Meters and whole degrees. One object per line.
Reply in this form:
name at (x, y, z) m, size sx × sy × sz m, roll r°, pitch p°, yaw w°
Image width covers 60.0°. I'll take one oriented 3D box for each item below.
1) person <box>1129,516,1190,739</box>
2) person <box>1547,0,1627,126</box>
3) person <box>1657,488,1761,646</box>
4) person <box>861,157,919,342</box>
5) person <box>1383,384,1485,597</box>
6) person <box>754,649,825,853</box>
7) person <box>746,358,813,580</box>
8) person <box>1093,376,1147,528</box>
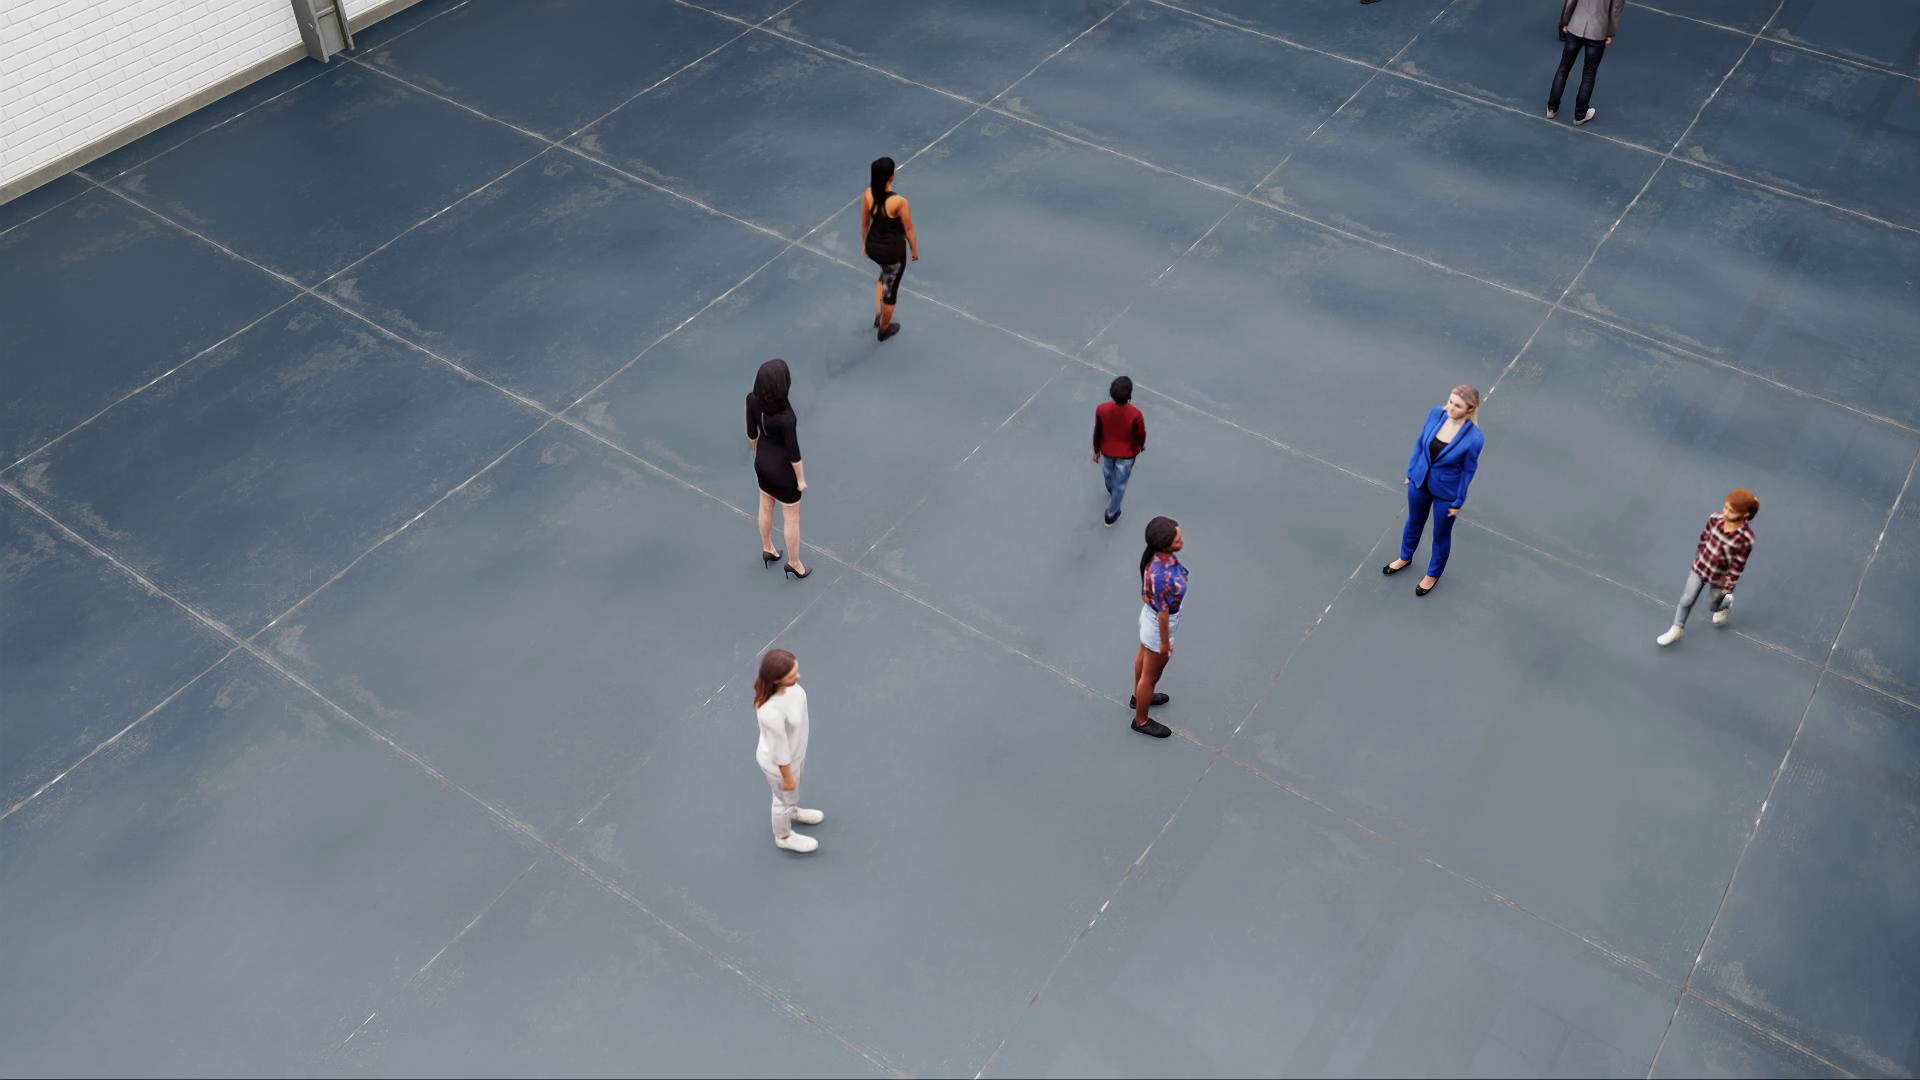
person at (1.225, 0.520, 10.350) m, size 0.727 × 1.742 × 0.625 m, roll 2°, pitch 44°, yaw 2°
person at (6.034, -4.900, 15.944) m, size 0.665 × 1.874 × 0.574 m, roll 25°, pitch 49°, yaw 24°
person at (5.060, 0.173, 11.045) m, size 0.902 × 1.286 × 0.690 m, roll -25°, pitch 49°, yaw -24°
person at (-0.631, -2.302, 13.375) m, size 0.574 × 1.656 × 0.558 m, roll 25°, pitch 49°, yaw 24°
person at (3.256, -0.366, 11.310) m, size 0.630 × 1.701 × 0.667 m, roll -31°, pitch 52°, yaw -29°
person at (-1.033, 1.209, 9.666) m, size 0.759 × 1.688 × 0.673 m, roll 0°, pitch 44°, yaw 0°
person at (-1.249, -0.475, 11.350) m, size 0.621 × 1.802 × 0.534 m, roll 31°, pitch 52°, yaw 29°
person at (1.118, -0.612, 11.905) m, size 0.605 × 1.238 × 0.813 m, roll 16°, pitch 46°, yaw 16°
